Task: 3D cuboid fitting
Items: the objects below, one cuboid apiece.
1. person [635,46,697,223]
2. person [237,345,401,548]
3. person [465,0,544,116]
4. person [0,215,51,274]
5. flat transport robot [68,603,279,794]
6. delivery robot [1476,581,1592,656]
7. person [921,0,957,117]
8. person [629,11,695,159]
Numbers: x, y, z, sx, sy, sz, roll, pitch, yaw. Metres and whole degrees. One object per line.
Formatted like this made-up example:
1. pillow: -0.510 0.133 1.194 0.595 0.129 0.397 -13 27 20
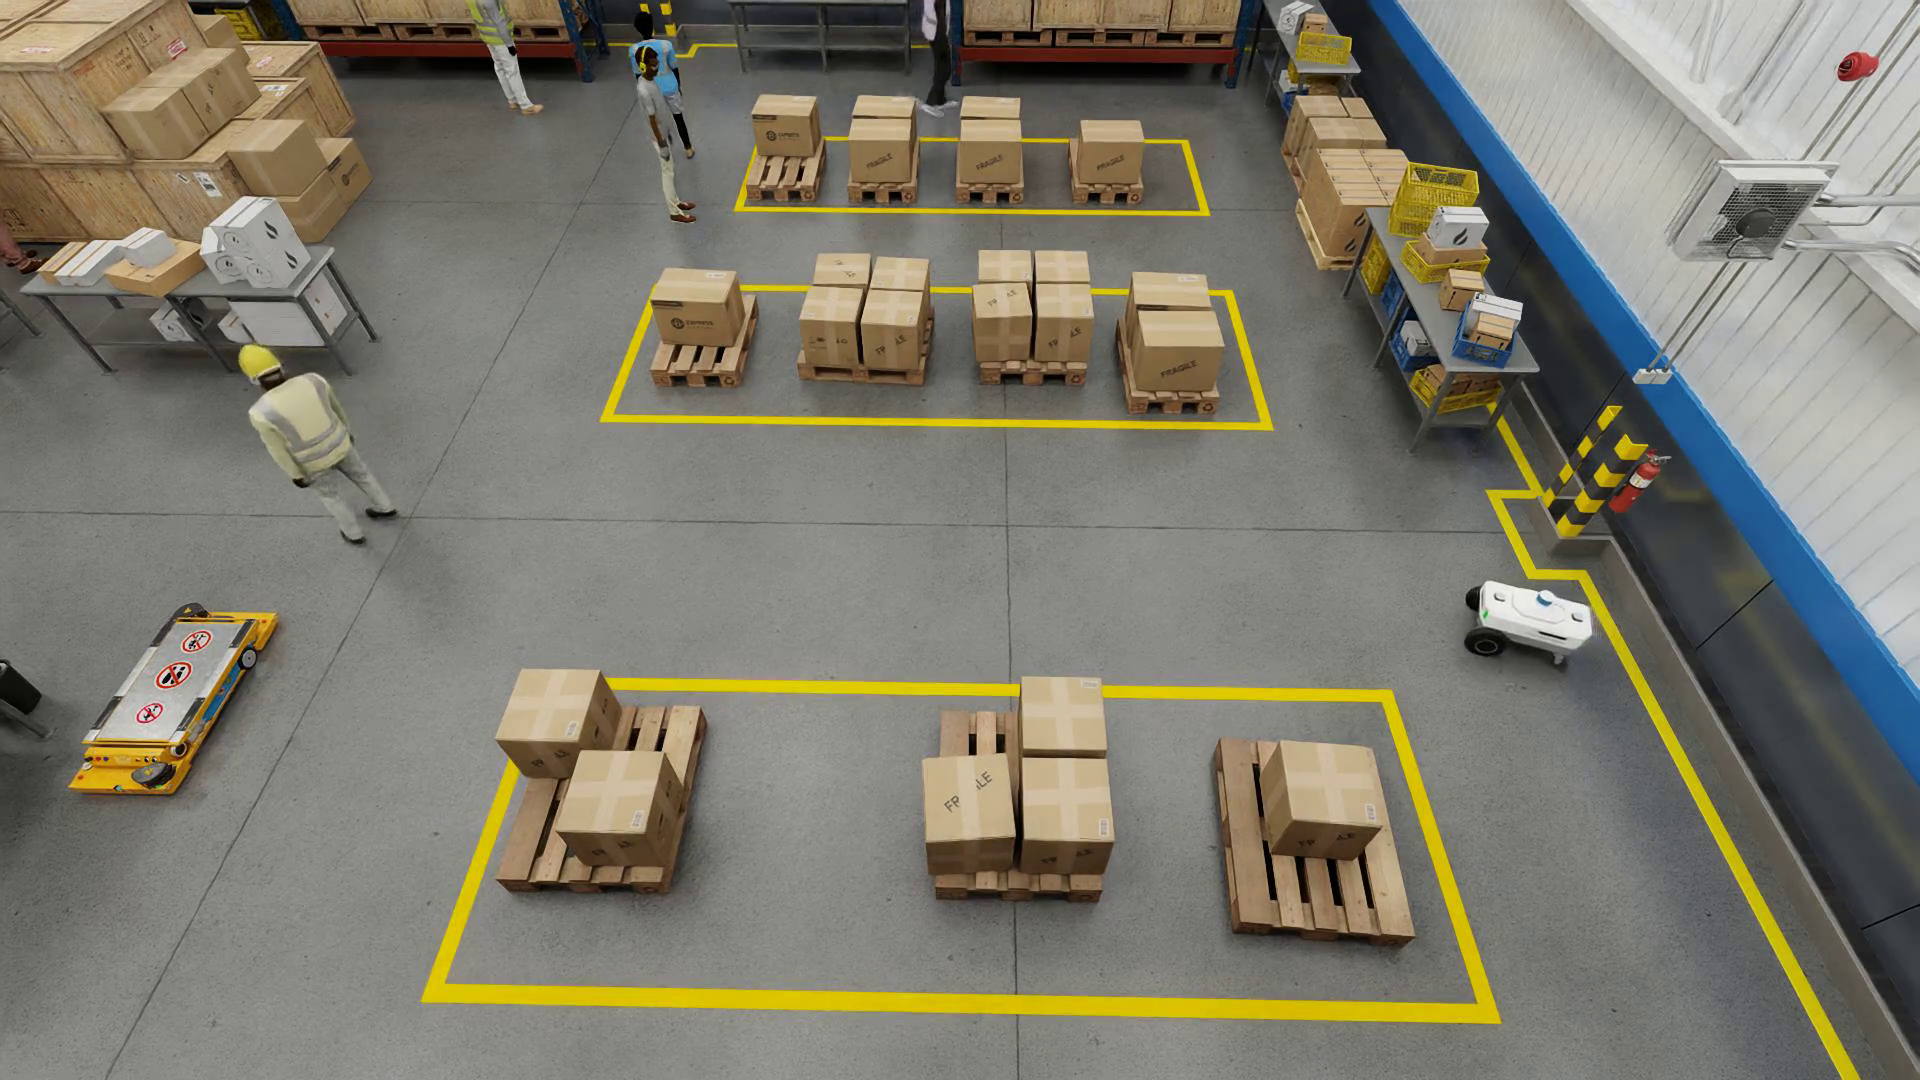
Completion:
1. person: -3.254 -4.421 10.057 0.327 1.861 0.521 -9 50 -7
2. person: -4.832 -0.681 6.917 0.410 1.820 0.607 21 53 17
3. person: -5.924 -6.458 11.792 0.625 1.844 0.429 34 58 25
4. person: -10.223 -3.656 9.390 0.636 1.900 0.398 21 53 17
5. flat transport robot: -5.504 1.072 6.442 0.652 0.197 1.431 1 50 1
6. delivery robot: 4.143 0.548 6.641 0.707 0.478 0.477 16 52 13
7. person: -0.261 -6.480 11.771 0.437 1.920 0.598 -12 51 -10
8. person: -3.580 -5.400 10.990 0.530 1.695 0.321 -13 51 -11
